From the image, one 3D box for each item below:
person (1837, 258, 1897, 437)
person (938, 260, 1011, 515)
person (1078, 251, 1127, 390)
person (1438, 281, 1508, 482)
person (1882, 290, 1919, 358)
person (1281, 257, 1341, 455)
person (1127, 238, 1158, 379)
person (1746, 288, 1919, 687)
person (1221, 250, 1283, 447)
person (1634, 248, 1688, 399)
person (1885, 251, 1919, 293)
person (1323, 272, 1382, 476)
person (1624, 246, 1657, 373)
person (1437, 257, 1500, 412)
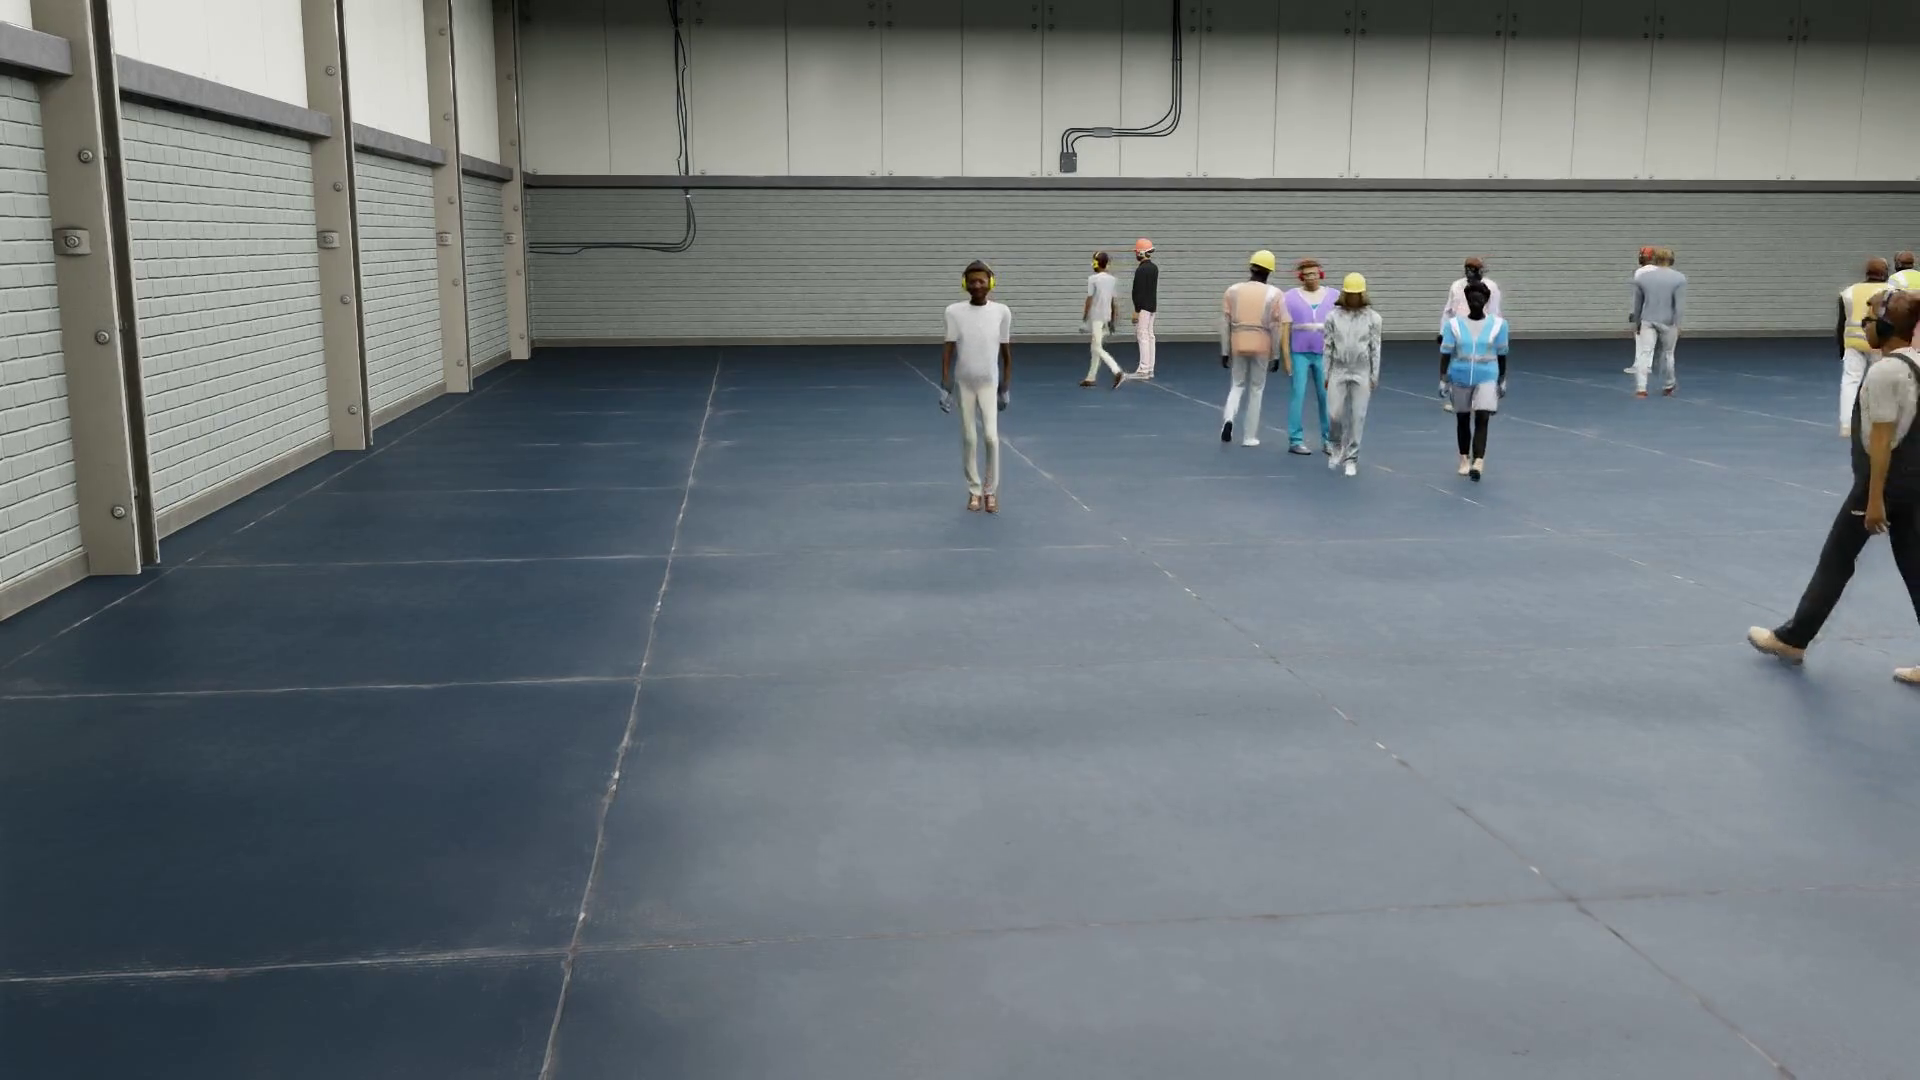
[{"bbox_3d":[9.336,-1.968,17.019,0.927,1.794,0.654,-9,14,-41],"label":"person"},{"bbox_3d":[0.106,-1.103,12.156,0.521,1.848,0.665,1,10,4],"label":"person"},{"bbox_3d":[1.908,-2.926,22.194,0.851,1.842,0.522,10,14,42],"label":"person"},{"bbox_3d":[4.242,-1.310,13.809,0.544,1.645,0.894,4,11,23],"label":"person"},{"bbox_3d":[7.970,-1.388,13.708,0.662,1.861,1.008,6,12,28],"label":"person"},{"bbox_3d":[3.285,-1.713,15.543,0.585,1.832,0.452,0,10,1],"label":"person"},{"bbox_3d":[2.633,-3.305,23.818,0.375,1.995,0.611,5,11,25],"label":"person"},{"bbox_3d":[4.203,-0.246,7.608,0.534,1.791,0.985,-7,12,-34],"label":"person"},{"bbox_3d":[2.803,-1.829,16.007,0.598,1.898,0.513,5,11,26],"label":"person"},{"bbox_3d":[8.818,-2.728,20.956,0.655,1.875,1.053,8,13,38],"label":"person"},{"bbox_3d":[12.045,-2.775,21.335,0.630,1.840,0.429,-5,11,-24],"label":"person"},{"bbox_3d":[3.323,-1.403,14.133,0.488,1.724,0.361,3,11,16],"label":"person"},{"bbox_3d":[10.168,-3.417,24.739,0.572,1.883,0.356,-8,13,-37],"label":"person"},{"bbox_3d":[5.970,-2.411,19.476,0.948,1.803,0.632,-8,13,-37],"label":"person"}]
